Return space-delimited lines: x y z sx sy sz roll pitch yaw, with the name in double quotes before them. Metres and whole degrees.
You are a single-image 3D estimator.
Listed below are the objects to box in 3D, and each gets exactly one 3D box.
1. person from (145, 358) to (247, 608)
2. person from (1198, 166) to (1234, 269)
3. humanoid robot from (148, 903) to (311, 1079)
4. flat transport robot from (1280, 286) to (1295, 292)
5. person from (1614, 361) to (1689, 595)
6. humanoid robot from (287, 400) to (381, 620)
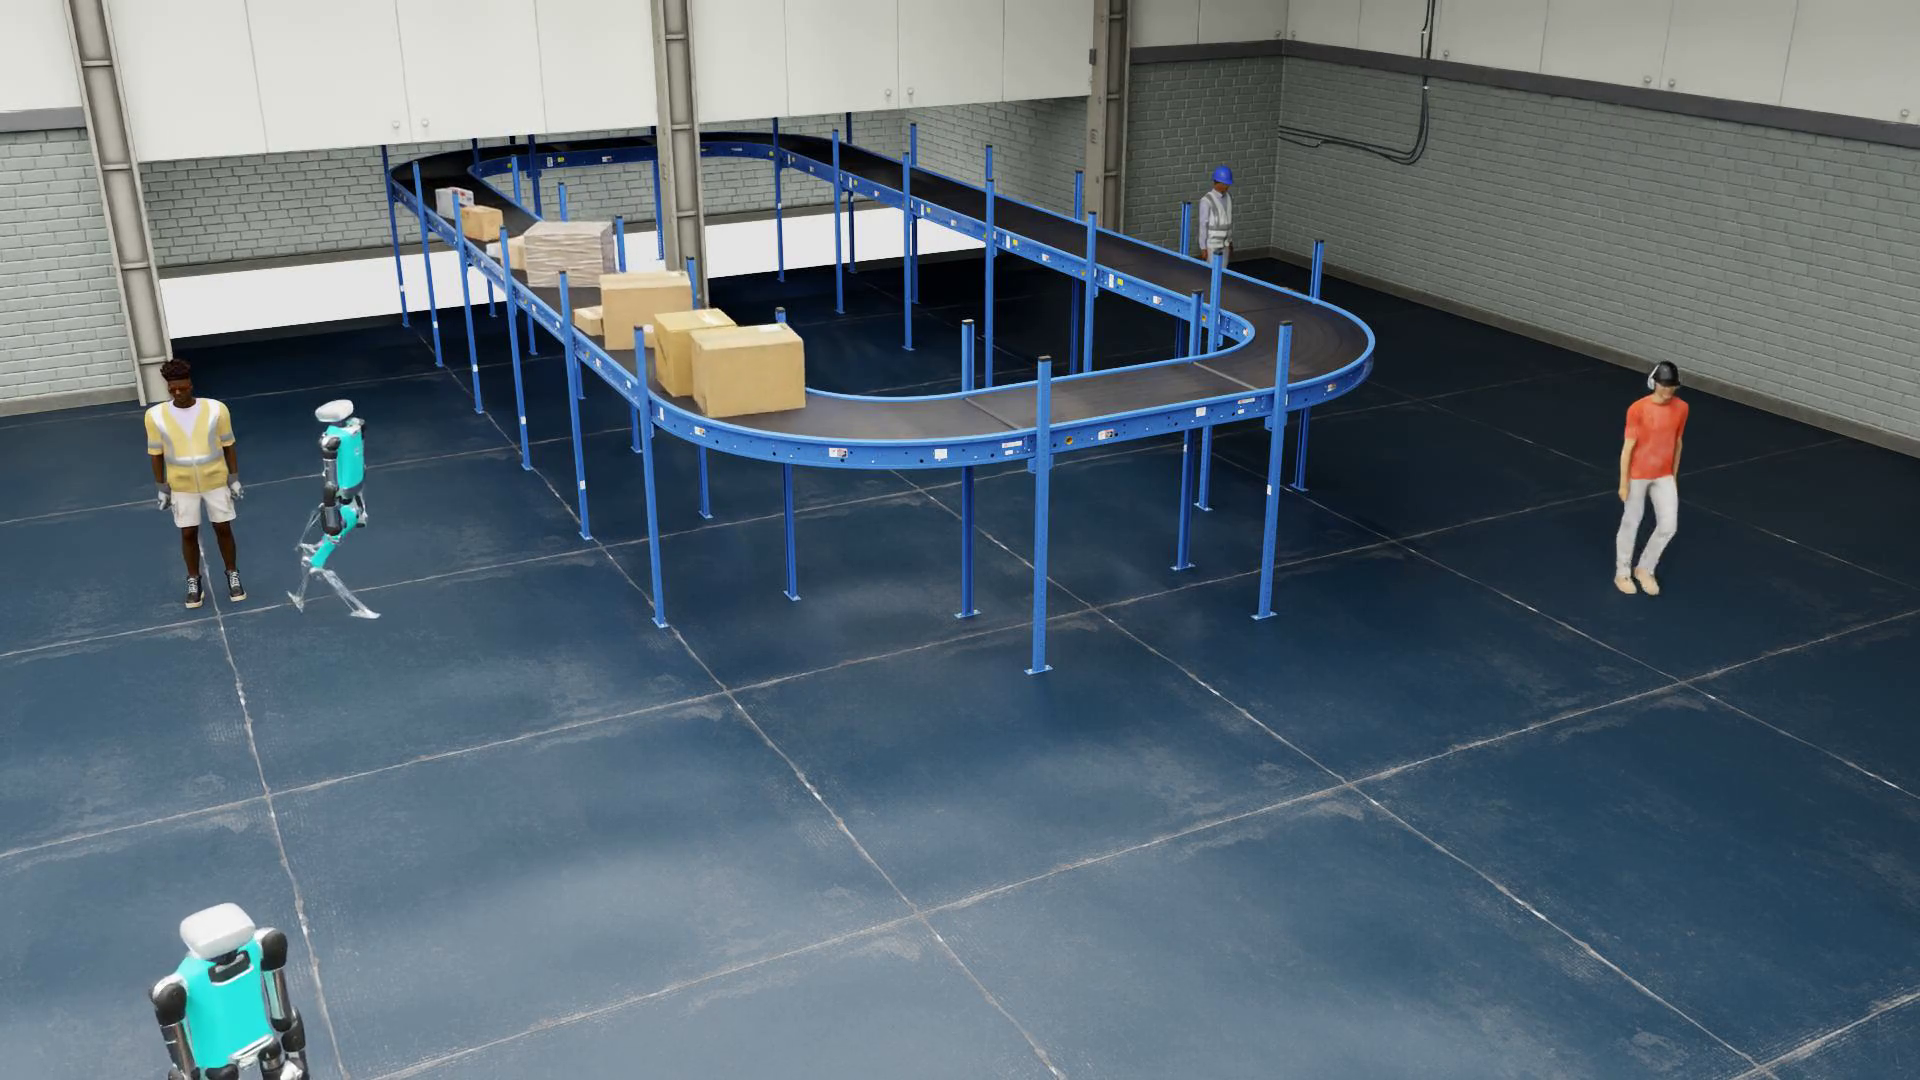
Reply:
"person" -5.820 -0.443 12.708 0.609 1.964 0.364 -9 24 -21
"person" 3.217 -3.721 20.864 0.416 1.932 0.617 20 30 41
"humanoid robot" -2.600 2.258 6.385 1.042 1.752 0.549 14 26 32
"flat transport robot" 4.041 -3.012 21.321 0.659 0.231 1.431 -2 22 -4
"person" 5.340 -0.456 12.840 0.501 1.891 0.535 -1 22 -2
"humanoid robot" -4.839 -0.185 12.426 0.921 1.798 0.540 3 22 8
